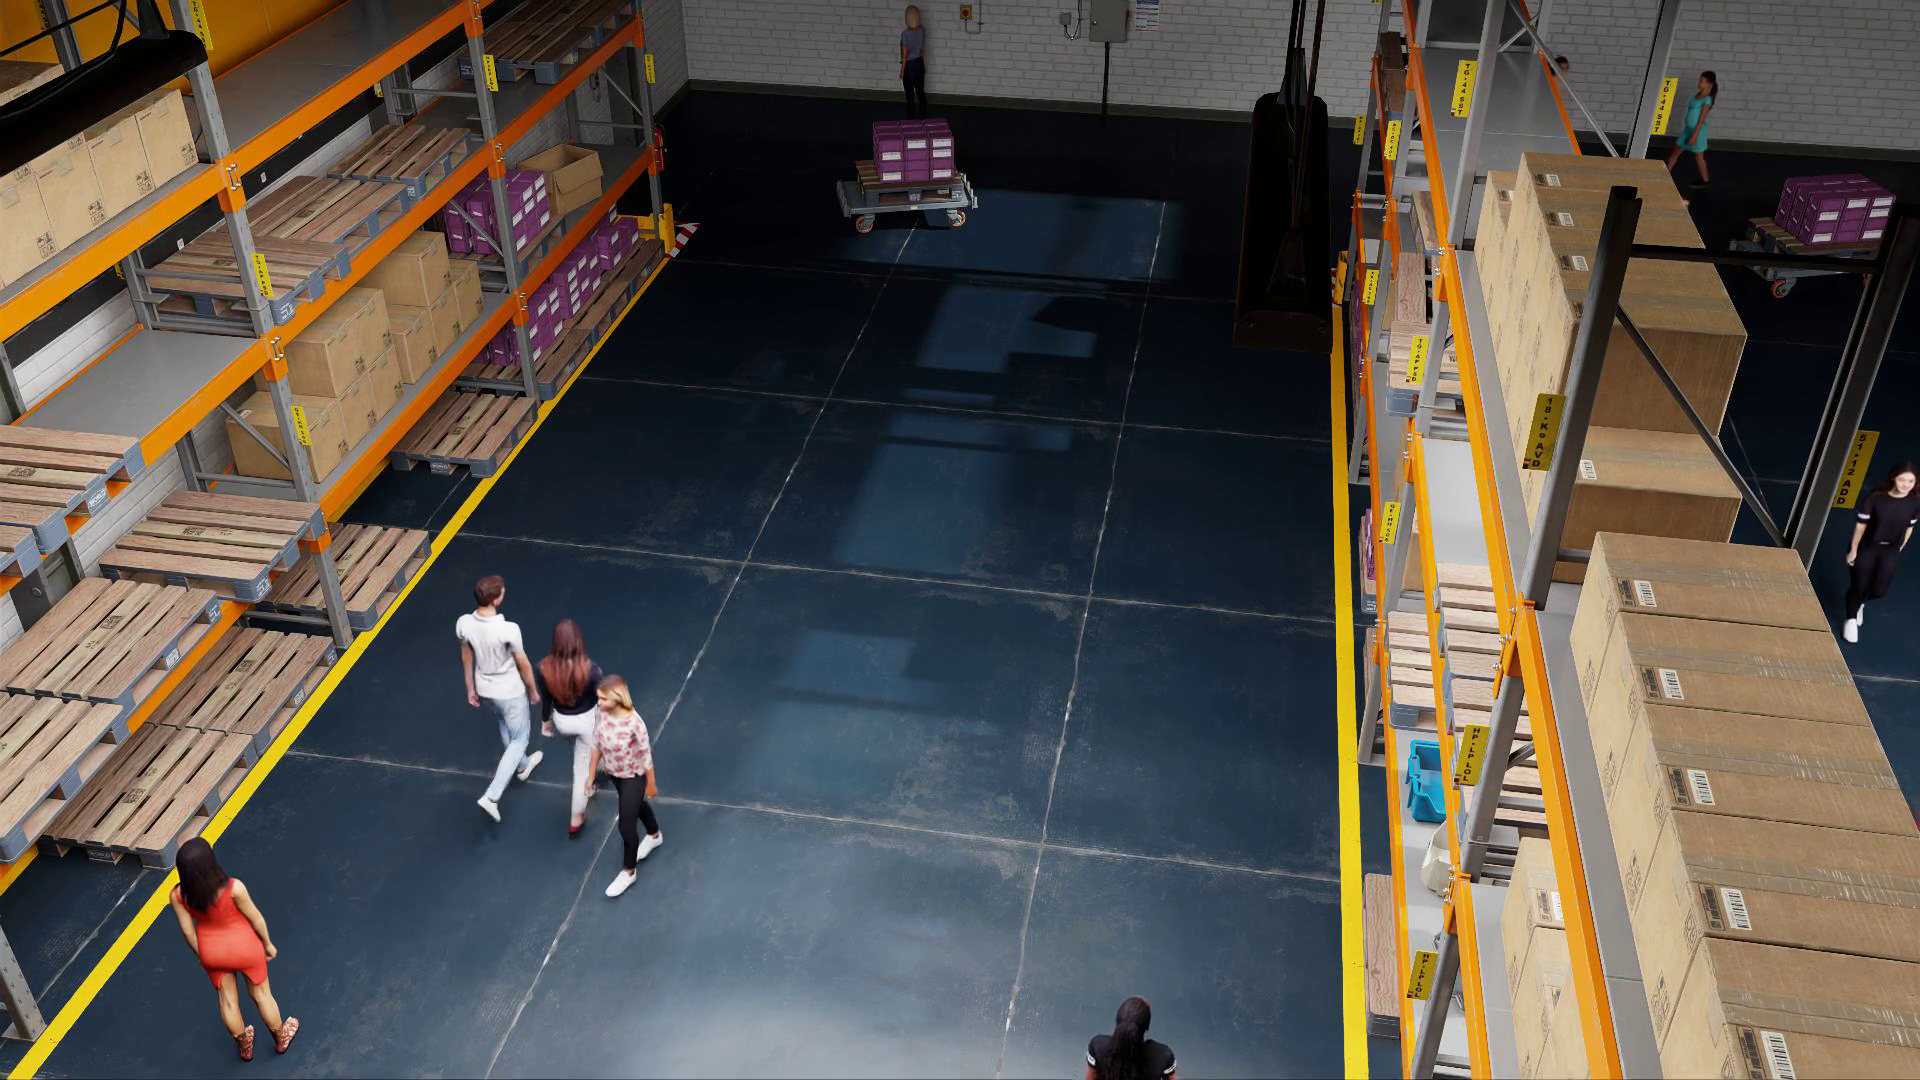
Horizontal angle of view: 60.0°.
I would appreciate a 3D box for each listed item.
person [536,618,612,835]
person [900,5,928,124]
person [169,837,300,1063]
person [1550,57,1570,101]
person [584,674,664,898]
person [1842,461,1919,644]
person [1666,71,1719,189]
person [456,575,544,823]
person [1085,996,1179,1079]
[{"bbox_3d":[-2.619,1.314,11.358,0.586,1.556,1.031,4,34,6],"label":"person"},{"bbox_3d":[-0.640,-6.540,23.023,0.627,1.722,0.716,-28,43,-35],"label":"person"},{"bbox_3d":[-4.220,2.371,9.620,0.659,1.719,0.650,-7,34,-10],"label":"person"},{"bbox_3d":[7.753,-5.708,22.022,0.863,1.445,0.949,-22,39,-29],"label":"person"},{"bbox_3d":[-2.143,1.500,11.035,0.802,1.605,0.953,24,40,31],"label":"person"},{"bbox_3d":[7.250,0.045,13.202,0.615,1.628,0.664,7,34,10],"label":"person"},{"bbox_3d":[9.416,-5.171,21.148,0.748,1.519,1.024,0,34,0],"label":"person"},{"bbox_3d":[-3.192,1.103,11.434,0.773,1.823,1.144,11,35,15],"label":"person"},{"bbox_3d":[0.850,3.054,8.603,0.718,1.707,0.994,12,35,17],"label":"person"}]
